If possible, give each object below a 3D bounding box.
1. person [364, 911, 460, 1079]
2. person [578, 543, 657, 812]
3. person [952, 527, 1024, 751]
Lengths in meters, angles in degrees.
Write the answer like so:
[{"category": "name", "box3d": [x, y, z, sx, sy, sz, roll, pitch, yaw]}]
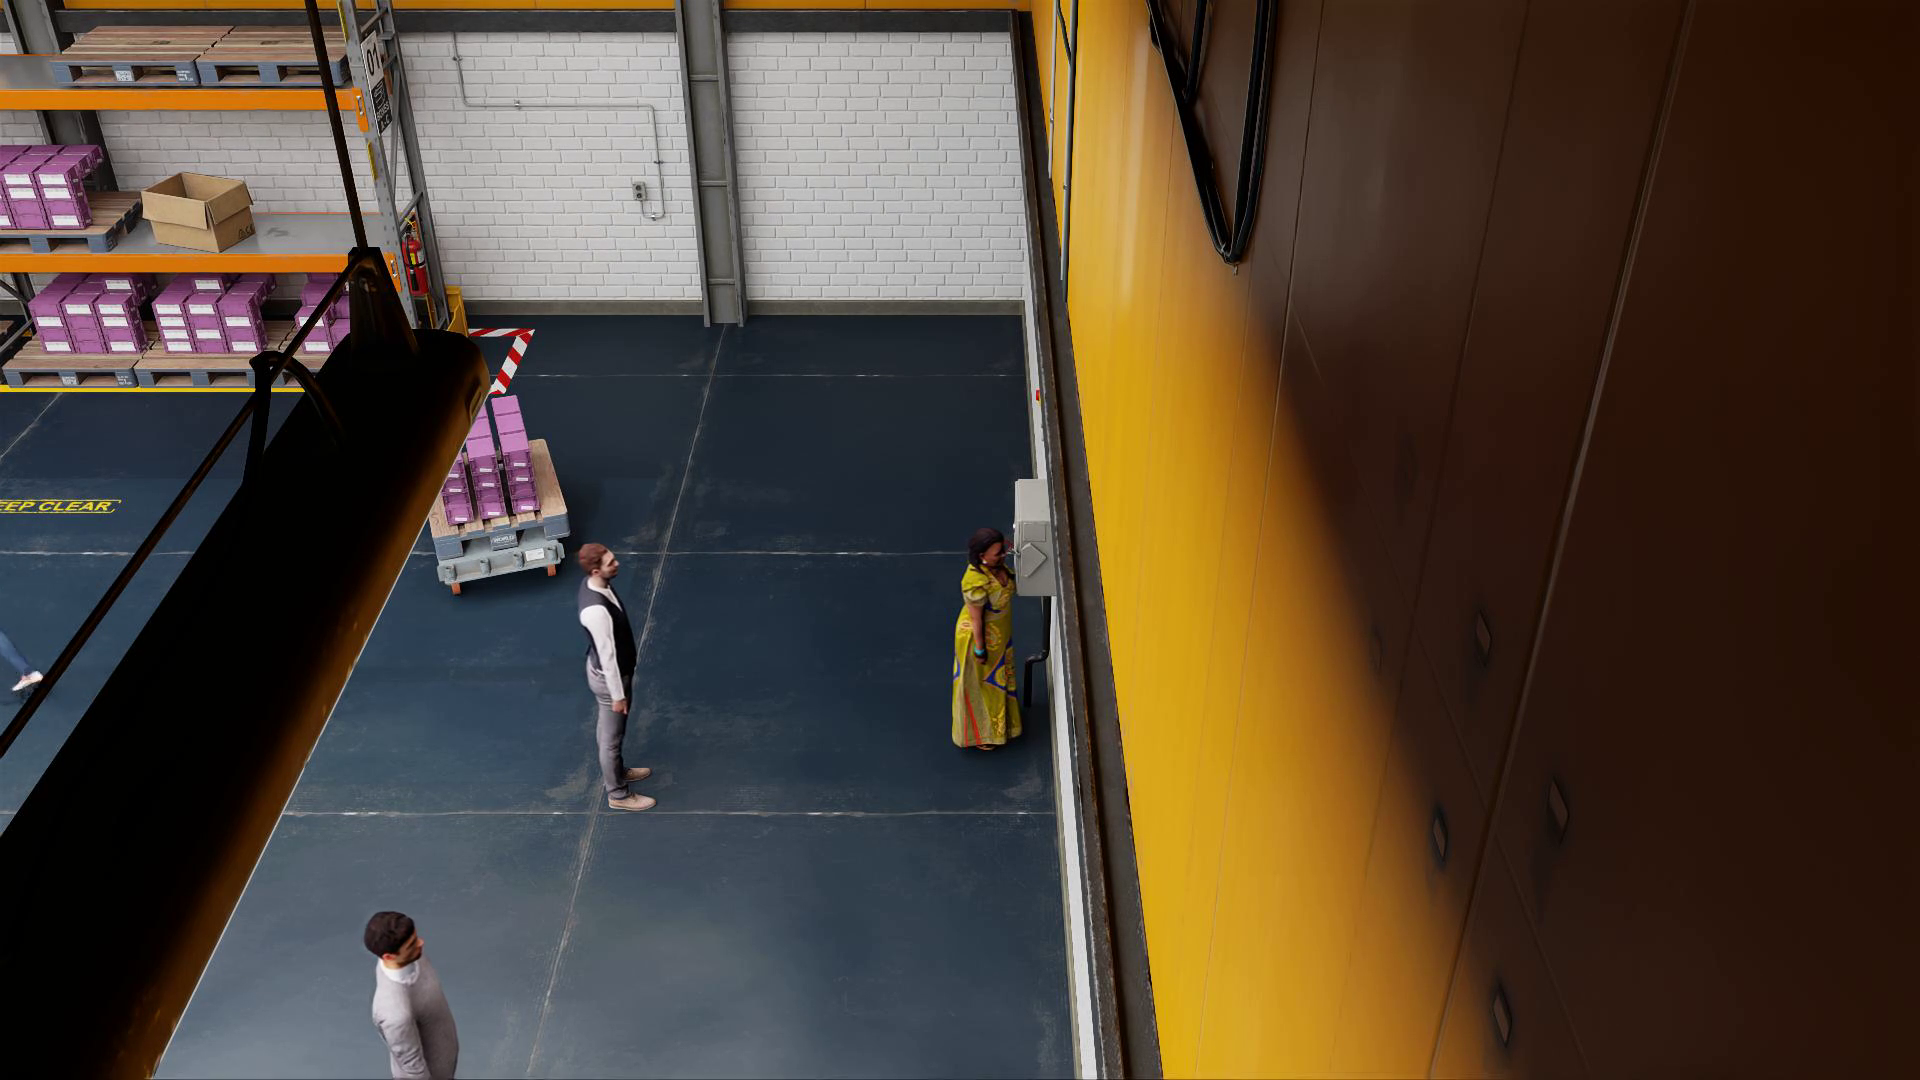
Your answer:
[{"category": "person", "box3d": [-2.554, 2.474, 7.925, 0.715, 1.922, 0.806, -8, 34, -12]}, {"category": "person", "box3d": [-2.191, 0.827, 10.389, 0.630, 1.938, 0.709, -7, 34, -10]}, {"category": "person", "box3d": [0.165, 0.615, 10.958, 0.879, 1.660, 0.932, 8, 34, 12]}]
